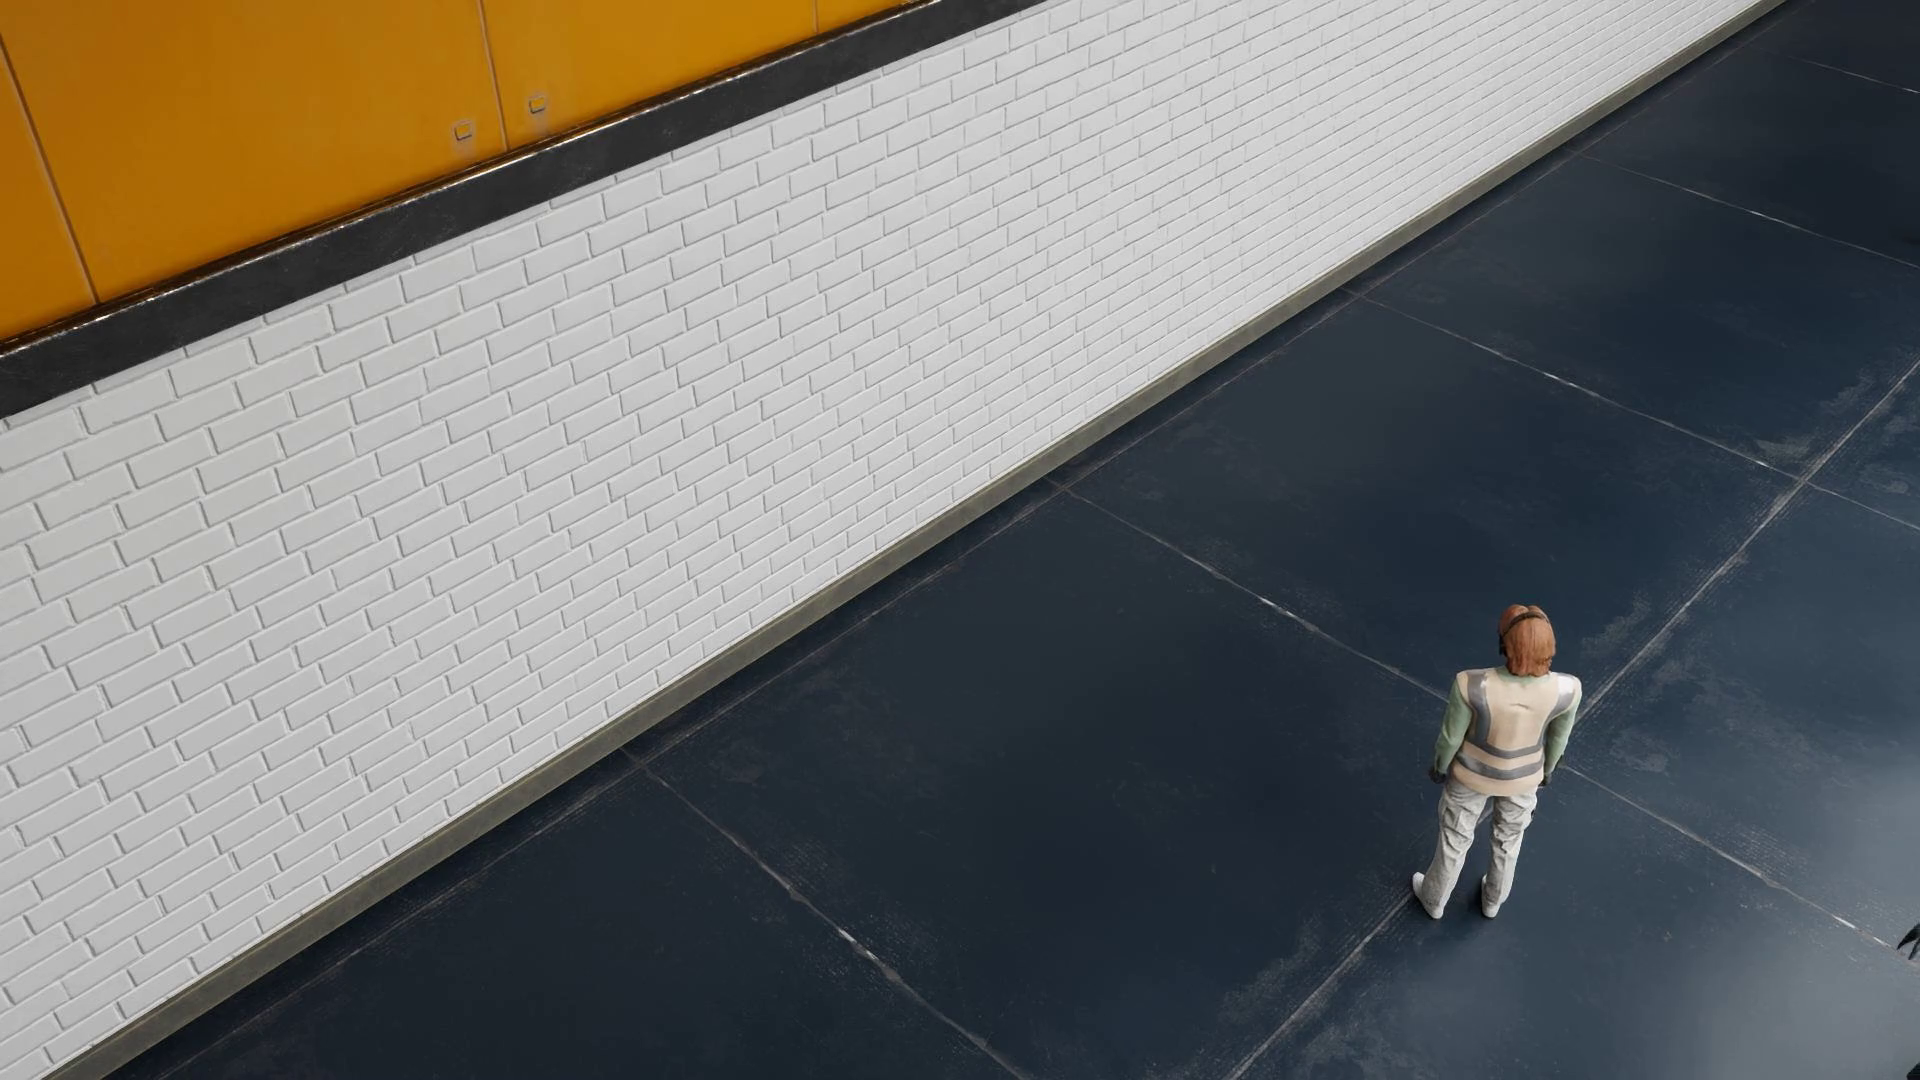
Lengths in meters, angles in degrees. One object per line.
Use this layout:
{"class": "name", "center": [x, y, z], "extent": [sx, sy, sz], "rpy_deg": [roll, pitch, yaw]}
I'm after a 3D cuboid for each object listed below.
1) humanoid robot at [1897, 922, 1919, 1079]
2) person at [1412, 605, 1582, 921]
{"class": "humanoid robot", "center": [3.719, 1.508, 5.948], "extent": [0.767, 1.635, 0.588], "rpy_deg": [-14, 41, -17]}
{"class": "person", "center": [2.136, 0.930, 6.659], "extent": [0.510, 1.638, 0.306], "rpy_deg": [1, 39, 1]}
